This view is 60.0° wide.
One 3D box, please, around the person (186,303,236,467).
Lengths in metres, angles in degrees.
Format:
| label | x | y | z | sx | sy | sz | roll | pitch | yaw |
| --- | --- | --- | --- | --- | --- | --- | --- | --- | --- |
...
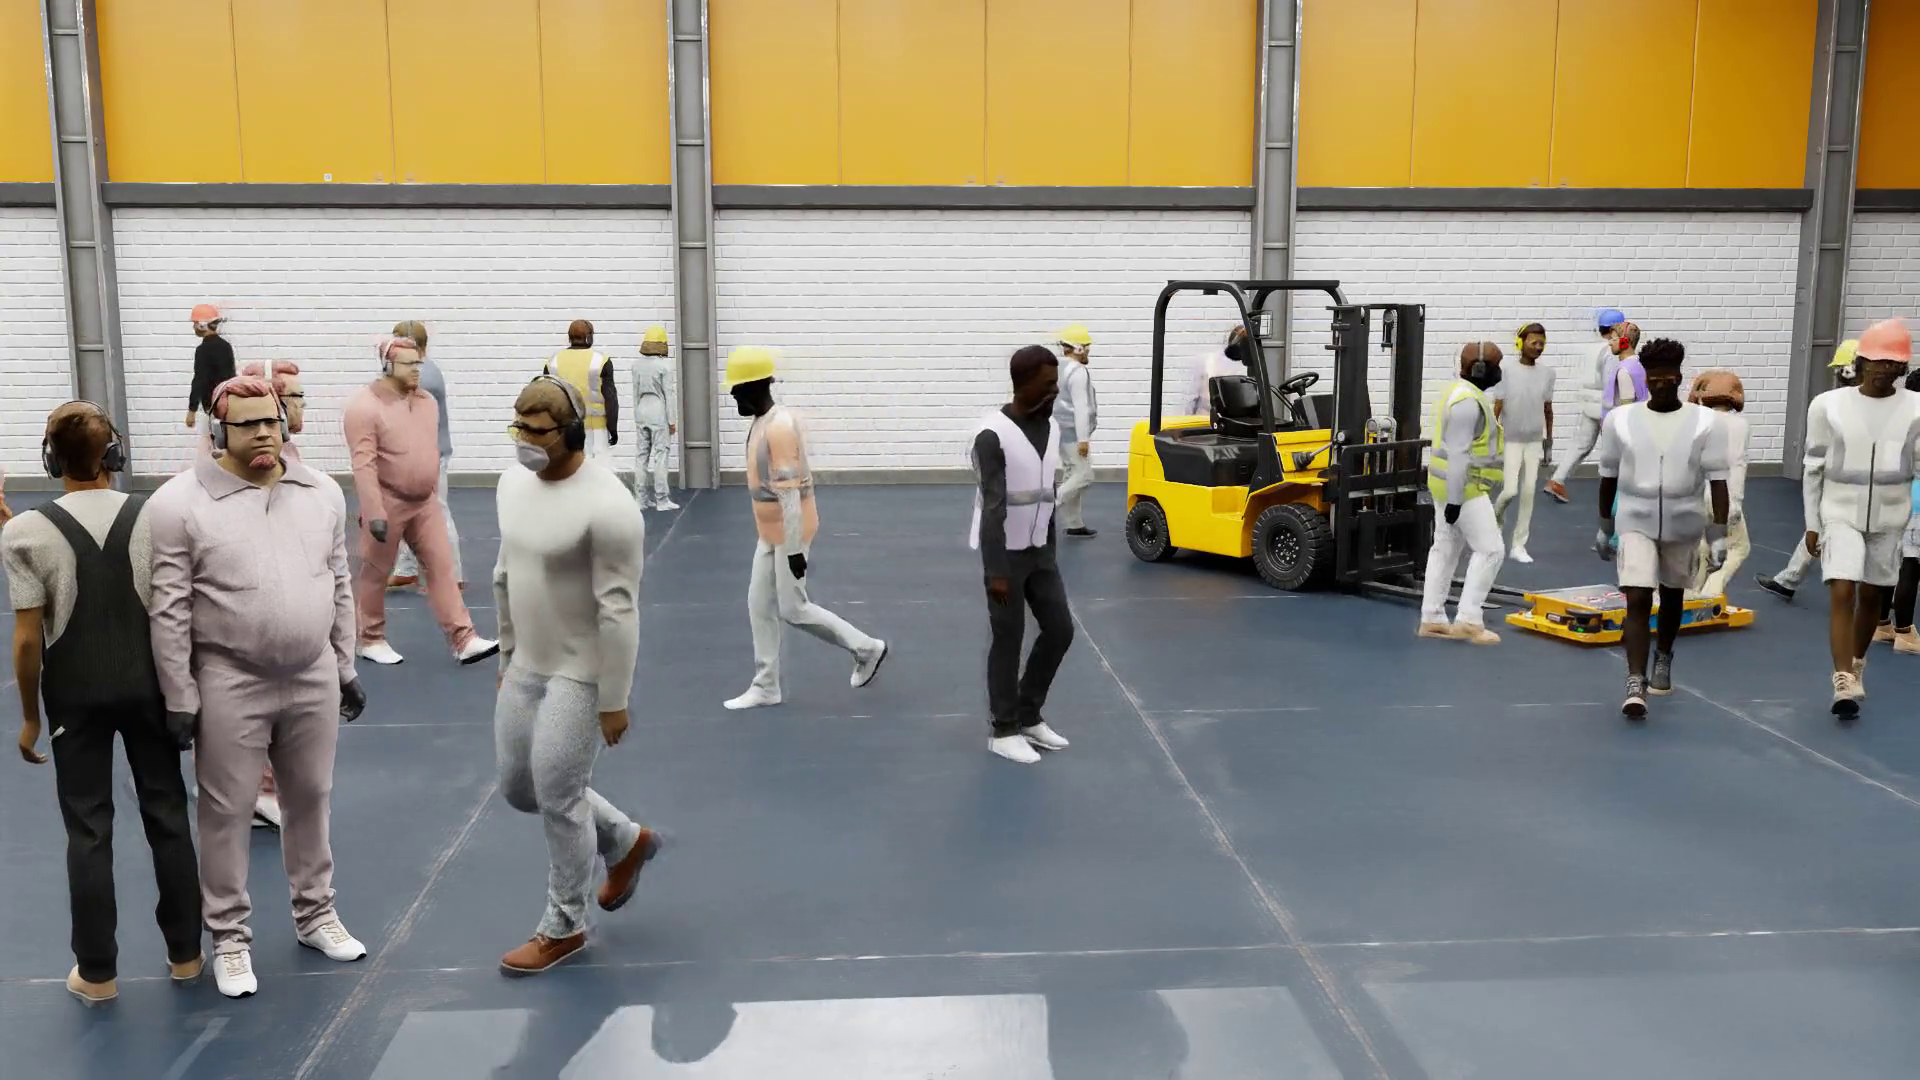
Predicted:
| label | x | y | z | sx | sy | sz | roll | pitch | yaw |
| --- | --- | --- | --- | --- | --- | --- | --- | --- | --- |
| person | -7.229 | -1.302 | 16.054 | 1.017 | 1.939 | 0.641 | -1 | 9 | -3 |

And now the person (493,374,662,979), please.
| label | x | y | z | sx | sy | sz | roll | pitch | yaw |
| --- | --- | --- | --- | --- | --- | --- | --- | --- | --- |
| person | -1.197 | 0.421 | 5.302 | 0.660 | 1.916 | 0.565 | 8 | 12 | 41 |

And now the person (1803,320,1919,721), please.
| label | x | y | z | sx | sy | sz | roll | pitch | yaw |
| --- | --- | --- | --- | --- | --- | --- | --- | --- | --- |
| person | 4.556 | -0.099 | 8.339 | 0.616 | 1.981 | 1.041 | 4 | 10 | 22 |

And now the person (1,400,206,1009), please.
| label | x | y | z | sx | sy | sz | roll | pitch | yaw |
| --- | --- | --- | --- | --- | --- | --- | --- | --- | --- |
| person | -2.583 | 0.499 | 5.055 | 0.506 | 1.841 | 0.345 | -6 | 11 | -34 |

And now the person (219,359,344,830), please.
| label | x | y | z | sx | sy | sz | roll | pitch | yaw |
| --- | --- | --- | --- | --- | --- | --- | --- | --- | --- |
| person | -2.675 | 0.234 | 6.572 | 0.431 | 1.892 | 0.646 | -6 | 11 | -32 |

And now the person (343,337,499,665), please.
| label | x | y | z | sx | sy | sz | roll | pitch | yaw |
| --- | --- | --- | --- | --- | --- | --- | --- | --- | --- |
| person | -3.052 | -0.189 | 9.296 | 0.964 | 1.857 | 0.677 | 5 | 10 | 30 |

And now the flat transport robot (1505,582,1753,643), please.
| label | x | y | z | sx | sy | sz | roll | pitch | yaw |
| --- | --- | --- | --- | --- | --- | --- | --- | --- | --- |
| flat transport robot | 4.186 | 0.431 | 10.391 | 1.431 | 0.197 | 0.652 | -4 | 10 | -25 |

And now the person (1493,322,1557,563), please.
| label | x | y | z | sx | sy | sz | roll | pitch | yaw |
| --- | --- | --- | --- | --- | --- | --- | --- | --- | --- |
| person | 4.327 | -0.748 | 12.855 | 0.555 | 1.849 | 0.450 | -1 | 9 | -6 |

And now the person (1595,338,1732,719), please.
| label | x | y | z | sx | sy | sz | roll | pitch | yaw |
| --- | --- | --- | --- | --- | --- | --- | --- | --- | --- |
| person | 3.555 | -0.069 | 8.449 | 0.626 | 1.900 | 1.070 | 4 | 10 | 22 |

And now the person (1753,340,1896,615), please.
| label | x | y | z | sx | sy | sz | roll | pitch | yaw |
| --- | --- | --- | --- | --- | --- | --- | --- | --- | --- |
| person | 5.822 | -0.422 | 11.004 | 0.589 | 1.779 | 0.941 | -7 | 12 | -39 |

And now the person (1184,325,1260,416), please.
| label | x | y | z | sx | sy | sz | roll | pitch | yaw |
| --- | --- | --- | --- | --- | --- | --- | --- | --- | --- |
| person | 2.185 | -0.903 | 14.002 | 0.747 | 1.810 | 0.433 | 1 | 9 | 7 |

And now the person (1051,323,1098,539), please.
| label | x | y | z | sx | sy | sz | roll | pitch | yaw |
| --- | --- | --- | --- | --- | --- | --- | --- | --- | --- |
| person | 0.890 | -0.890 | 13.836 | 0.537 | 1.816 | 0.615 | -2 | 9 | -15 |

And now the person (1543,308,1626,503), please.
| label | x | y | z | sx | sy | sz | roll | pitch | yaw |
| --- | --- | --- | --- | --- | --- | --- | --- | --- | --- |
| person | 6.137 | -1.281 | 16.025 | 0.956 | 1.910 | 0.615 | -1 | 9 | -5 |

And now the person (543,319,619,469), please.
| label | x | y | z | sx | sy | sz | roll | pitch | yaw |
| --- | --- | --- | --- | --- | --- | --- | --- | --- | --- |
| person | -3.230 | -0.973 | 14.298 | 0.634 | 1.839 | 0.429 | 1 | 9 | 8 |

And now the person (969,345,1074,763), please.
| label | x | y | z | sx | sy | sz | roll | pitch | yaw |
| --- | --- | --- | --- | --- | --- | --- | --- | --- | --- |
| person | 0.265 | 0.069 | 7.571 | 0.463 | 1.904 | 0.650 | 7 | 12 | 39 |

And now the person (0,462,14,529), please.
| label | x | y | z | sx | sy | sz | roll | pitch | yaw |
| --- | --- | --- | --- | --- | --- | --- | --- | --- | --- |
| person | -5.439 | -0.177 | 8.945 | 0.904 | 1.947 | 0.609 | 4 | 10 | 26 |

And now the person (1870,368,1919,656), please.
| label | x | y | z | sx | sy | sz | roll | pitch | yaw |
| --- | --- | --- | --- | --- | --- | --- | --- | --- | --- |
| person | 5.589 | -0.176 | 9.755 | 0.319 | 1.693 | 0.532 | 1 | 9 | 4 |

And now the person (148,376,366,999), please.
| label | x | y | z | sx | sy | sz | roll | pitch | yaw |
| --- | --- | --- | --- | --- | --- | --- | --- | --- | --- |
| person | -2.169 | 0.442 | 5.207 | 0.409 | 1.907 | 0.651 | 8 | 12 | 41 |

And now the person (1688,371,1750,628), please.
| label | x | y | z | sx | sy | sz | roll | pitch | yaw |
| --- | --- | --- | --- | --- | --- | --- | --- | --- | --- |
| person | 4.736 | -0.247 | 10.423 | 0.333 | 1.619 | 0.512 | -3 | 10 | -21 |

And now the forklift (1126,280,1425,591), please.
| label | x | y | z | sx | sy | sz | roll | pitch | yaw |
| --- | --- | --- | --- | --- | --- | --- | --- | --- | --- |
| forklift | 2.301 | -0.860 | 12.475 | 1.214 | 2.155 | 2.313 | -6 | 11 | -35 |

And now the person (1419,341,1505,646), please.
| label | x | y | z | sx | sy | sz | roll | pitch | yaw |
| --- | --- | --- | --- | --- | --- | --- | --- | --- | --- |
| person | 3.083 | -0.281 | 10.004 | 0.608 | 1.820 | 0.643 | 1 | 9 | 9 |

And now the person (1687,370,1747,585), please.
| label | x | y | z | sx | sy | sz | roll | pitch | yaw |
| --- | --- | --- | --- | --- | --- | --- | --- | --- | --- |
| person | 4.702 | -0.274 | 10.581 | 0.524 | 1.611 | 0.499 | 8 | 12 | 40 |

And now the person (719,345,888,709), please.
| label | x | y | z | sx | sy | sz | roll | pitch | yaw |
| --- | --- | --- | --- | --- | --- | --- | --- | --- | --- |
| person | -0.816 | -0.061 | 8.482 | 0.786 | 1.882 | 0.597 | -3 | 10 | -19 |

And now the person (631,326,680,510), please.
| label | x | y | z | sx | sy | sz | roll | pitch | yaw |
| --- | --- | --- | --- | --- | --- | --- | --- | --- | --- |
| person | -2.869 | -1.146 | 15.702 | 0.482 | 1.739 | 0.317 | 5 | 10 | 28 |

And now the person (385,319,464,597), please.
| label | x | y | z | sx | sy | sz | roll | pitch | yaw |
| --- | --- | --- | --- | --- | --- | --- | --- | --- | --- |
| person | -3.783 | -0.542 | 11.372 | 0.743 | 1.916 | 0.633 | -3 | 10 | -18 |

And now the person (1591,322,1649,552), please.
| label | x | y | z | sx | sy | sz | roll | pitch | yaw |
| --- | --- | --- | --- | --- | --- | --- | --- | --- | --- |
| person | 5.296 | -0.812 | 13.262 | 0.377 | 1.844 | 0.569 | 5 | 10 | 28 |
